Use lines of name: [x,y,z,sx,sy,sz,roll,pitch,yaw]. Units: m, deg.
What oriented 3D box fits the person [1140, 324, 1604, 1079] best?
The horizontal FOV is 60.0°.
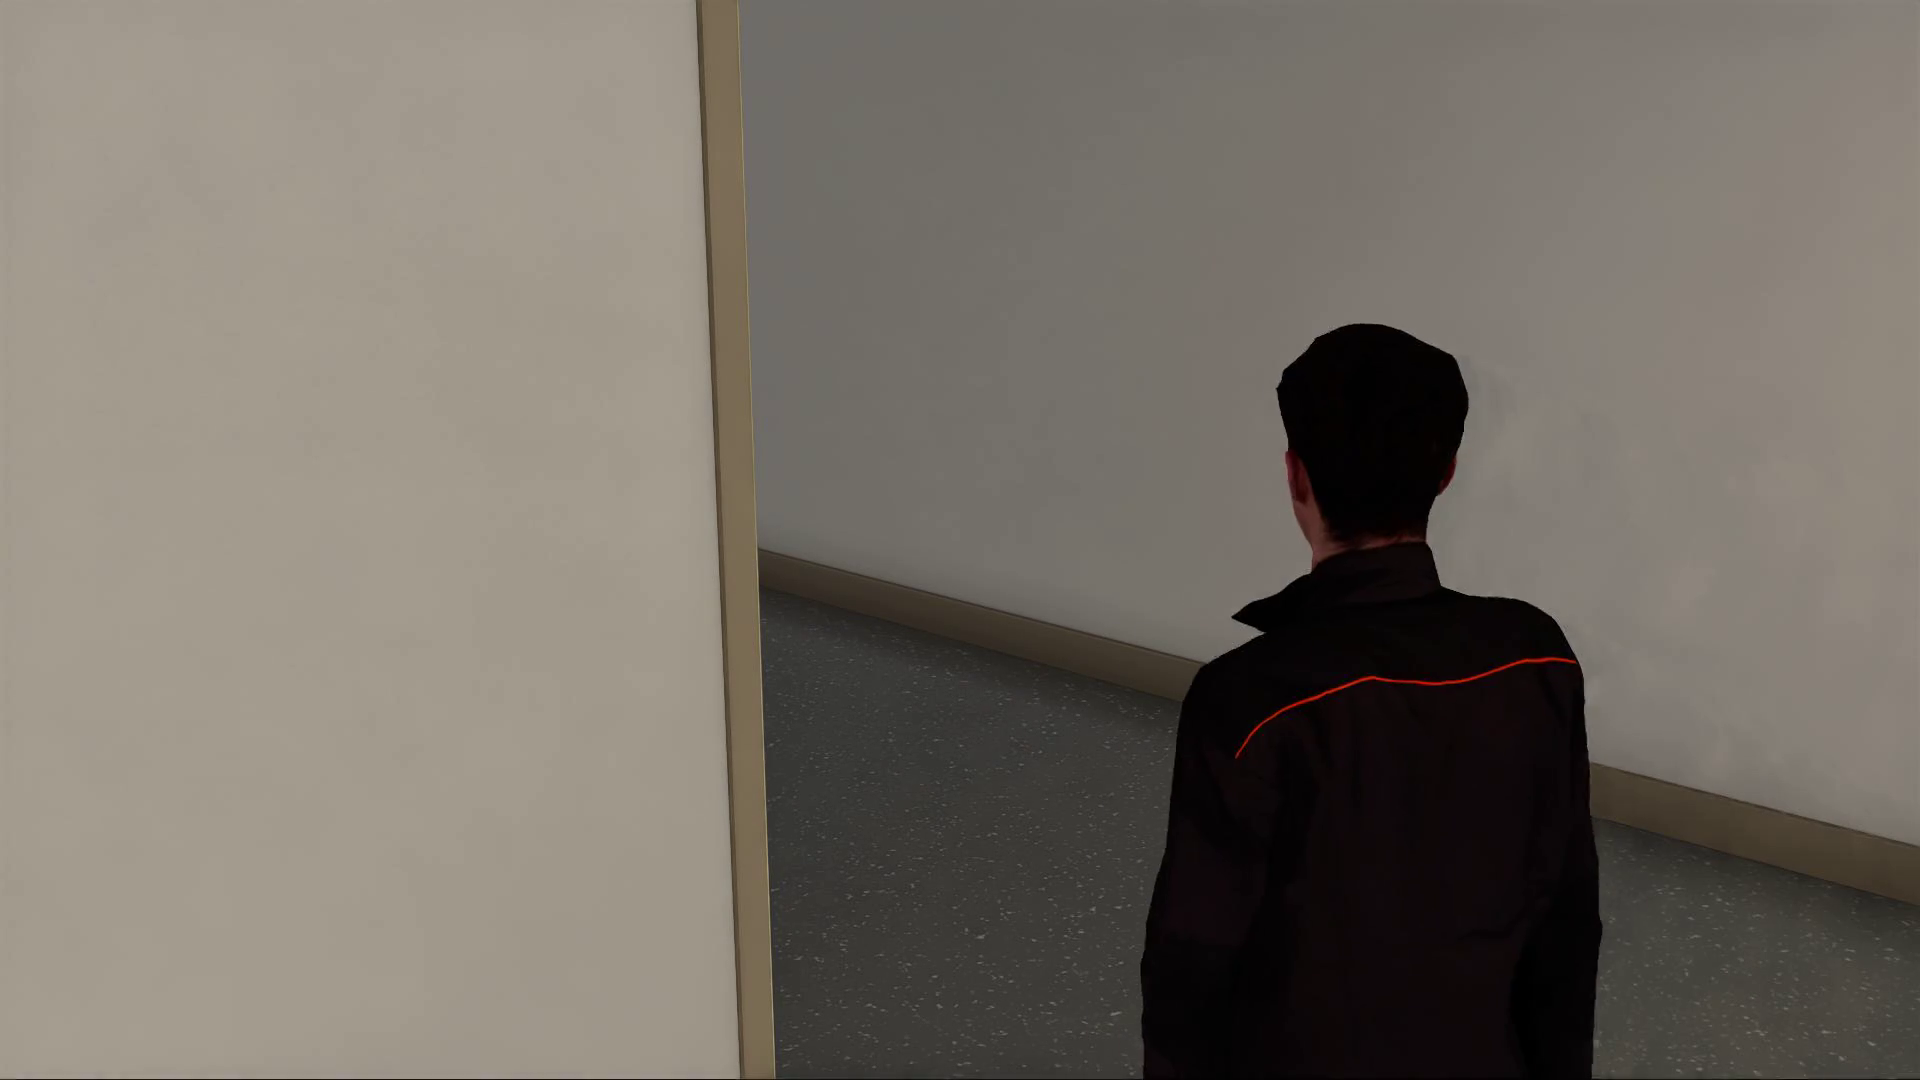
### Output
person: [0.490,0.746,1.825,0.711,1.899,0.836,-7,17,-24]
